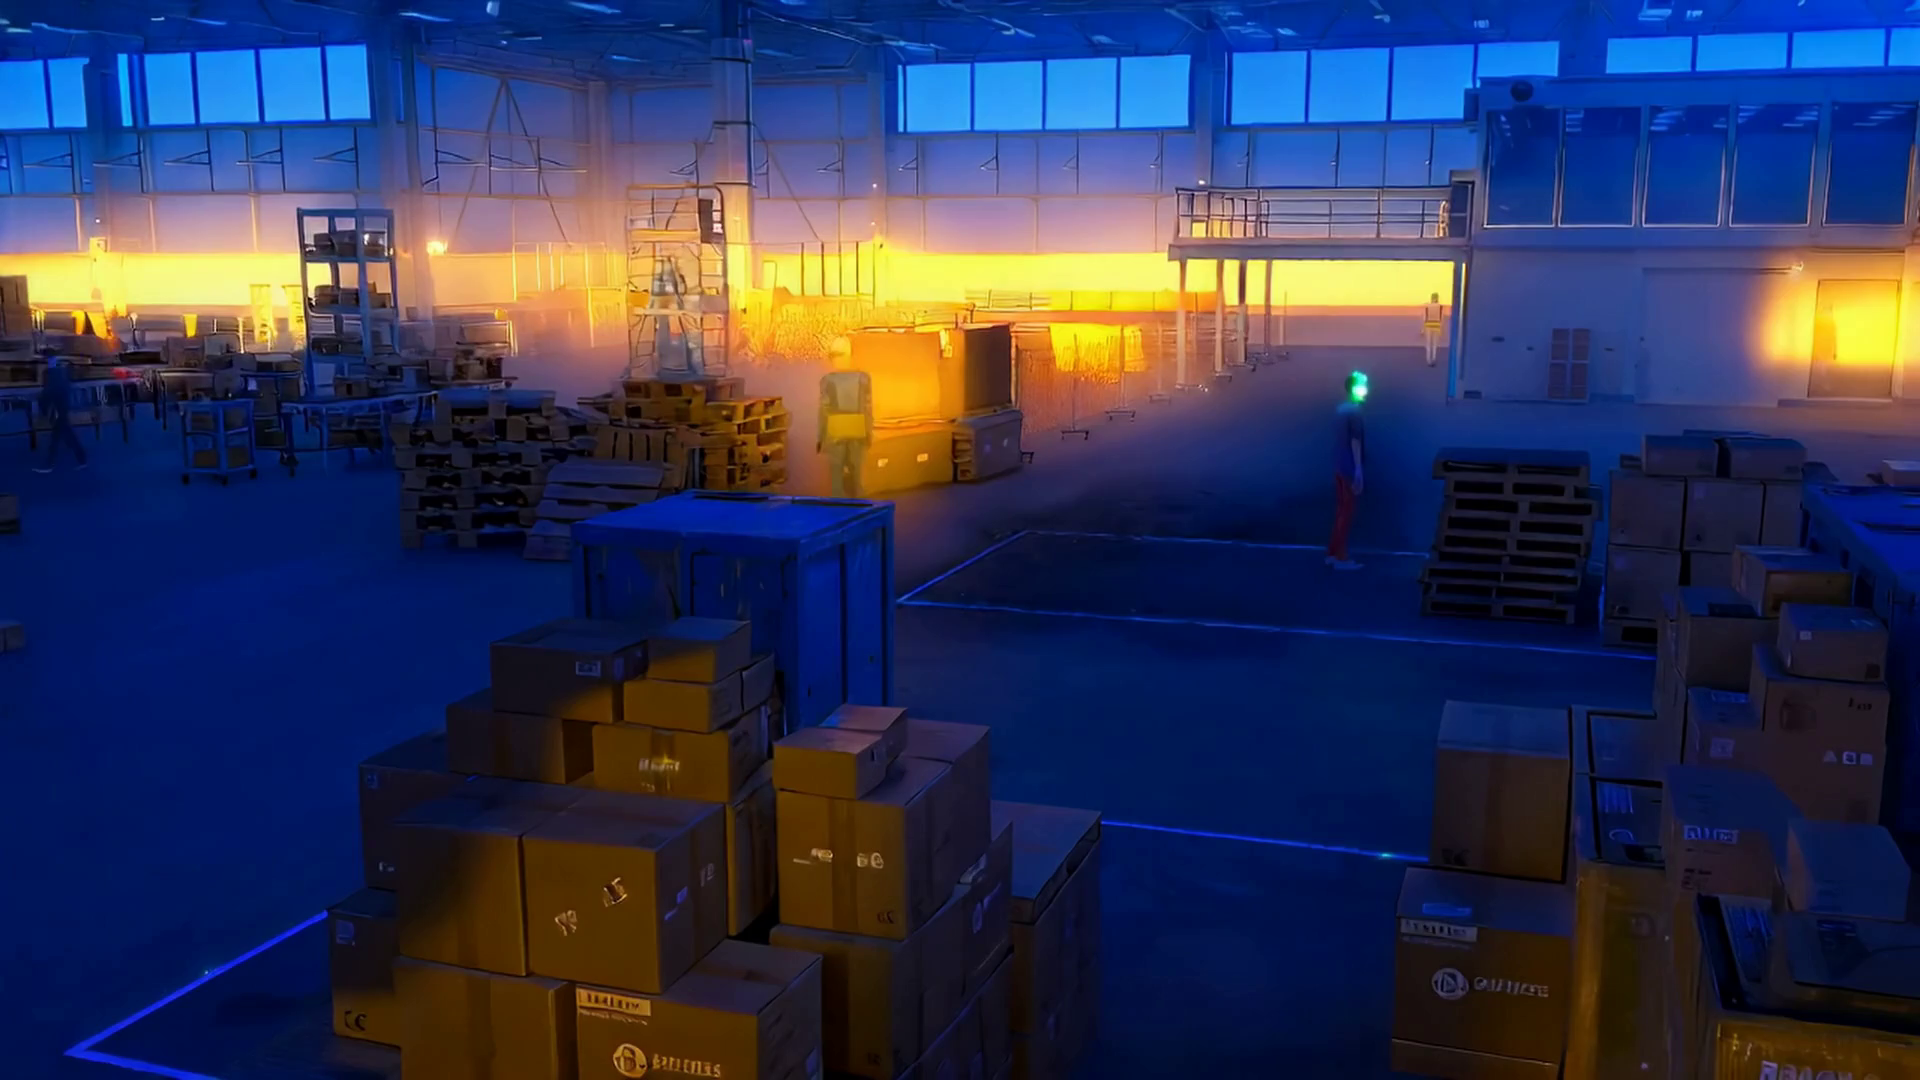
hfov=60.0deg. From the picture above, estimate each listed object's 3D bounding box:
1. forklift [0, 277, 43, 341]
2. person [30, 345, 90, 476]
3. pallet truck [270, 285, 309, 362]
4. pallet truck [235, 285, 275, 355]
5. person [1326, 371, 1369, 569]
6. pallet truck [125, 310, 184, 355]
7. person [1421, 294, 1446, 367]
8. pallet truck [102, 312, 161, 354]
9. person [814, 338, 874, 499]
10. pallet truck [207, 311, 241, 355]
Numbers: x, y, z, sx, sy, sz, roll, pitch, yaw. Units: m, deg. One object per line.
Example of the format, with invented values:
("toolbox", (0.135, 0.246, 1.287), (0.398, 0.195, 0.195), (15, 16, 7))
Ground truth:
("forklift", (-27.151, -6.329, 46.328), (1.157, 1.987, 2.680), (3, 11, 17))
("person", (-11.992, -1.721, 22.046), (0.551, 1.715, 0.914), (6, 12, 30))
("pallet truck", (-17.147, -5.700, 43.663), (0.823, 1.965, 1.885), (3, 11, 17))
("pallet truck", (-18.327, -5.835, 44.421), (0.823, 1.965, 1.885), (4, 11, 23))
("person", (3.666, -0.656, 15.662), (0.328, 1.861, 0.500), (-2, 10, -12))
("pallet truck", (-22.038, -5.665, 45.457), (0.704, 1.261, 1.522), (3, 11, 17))
("person", (11.826, -5.240, 41.578), (0.578, 1.819, 1.030), (4, 11, 19))
("pallet truck", (-23.057, -5.777, 46.261), (0.680, 1.201, 1.601), (3, 11, 19))
("person", (-1.249, -1.156, 18.012), (0.658, 2.017, 0.402), (-4, 11, -22))
("pallet truck", (-19.537, -5.575, 44.913), (0.653, 1.274, 1.630), (3, 11, 19))
